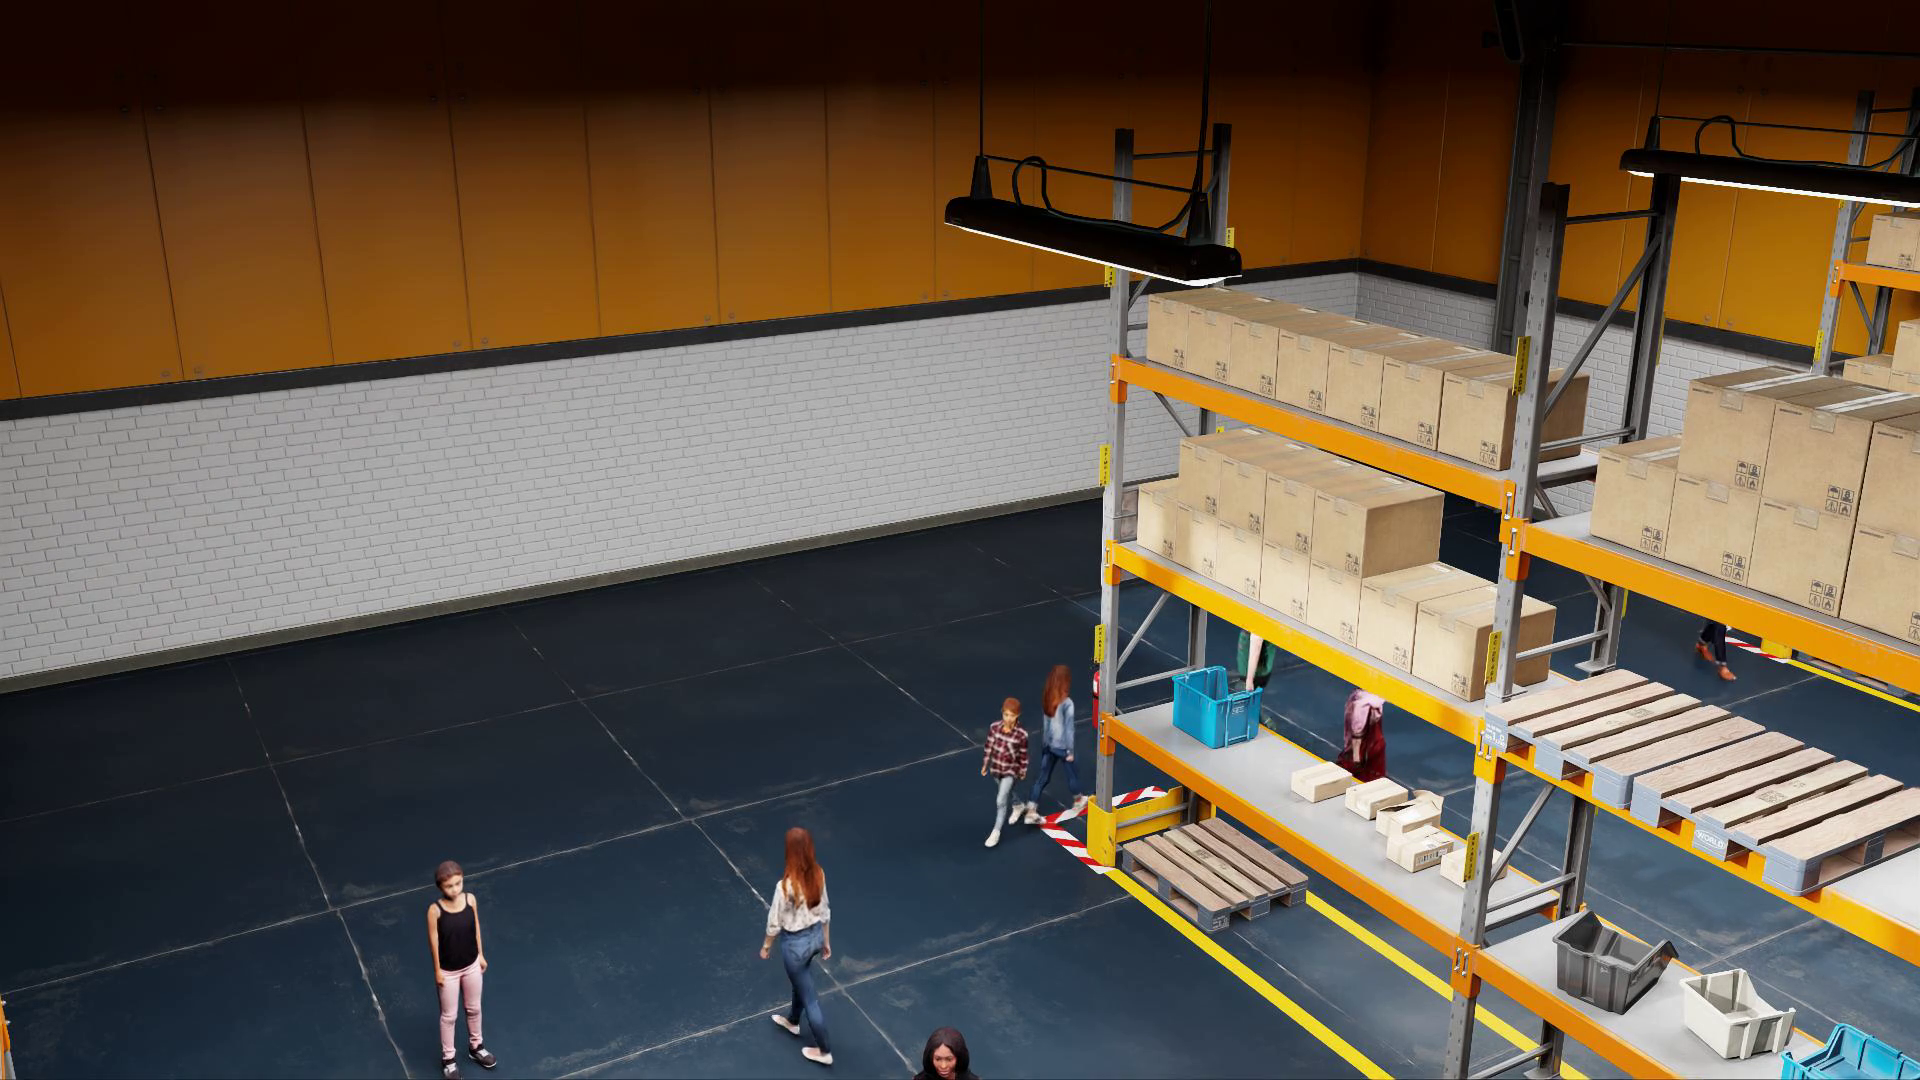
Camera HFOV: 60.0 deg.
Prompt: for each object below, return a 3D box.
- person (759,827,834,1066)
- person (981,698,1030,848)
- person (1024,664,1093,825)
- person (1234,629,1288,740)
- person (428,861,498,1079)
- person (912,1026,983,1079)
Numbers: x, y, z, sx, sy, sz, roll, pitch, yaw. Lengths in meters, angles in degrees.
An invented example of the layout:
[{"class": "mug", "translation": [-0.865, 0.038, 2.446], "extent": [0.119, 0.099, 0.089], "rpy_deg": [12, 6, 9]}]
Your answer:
[{"class": "person", "translation": [-0.993, 2.763, 11.166], "extent": [0.980, 1.702, 0.785], "rpy_deg": [14, 23, 35]}, {"class": "person", "translation": [0.423, 1.930, 14.298], "extent": [0.941, 1.282, 0.855], "rpy_deg": [12, 22, 32]}, {"class": "person", "translation": [0.778, 1.807, 14.411], "extent": [0.773, 1.444, 1.001], "rpy_deg": [-15, 24, -37]}, {"class": "person", "translation": [2.781, 1.250, 15.457], "extent": [1.019, 1.831, 0.930], "rpy_deg": [8, 20, 21]}, {"class": "person", "translation": [-3.361, 2.849, 11.125], "extent": [0.574, 1.564, 0.568], "rpy_deg": [-15, 24, -38]}, {"class": "person", "translation": [-0.074, 3.437, 9.105], "extent": [0.666, 1.741, 0.661], "rpy_deg": [-1, 19, -4]}]
